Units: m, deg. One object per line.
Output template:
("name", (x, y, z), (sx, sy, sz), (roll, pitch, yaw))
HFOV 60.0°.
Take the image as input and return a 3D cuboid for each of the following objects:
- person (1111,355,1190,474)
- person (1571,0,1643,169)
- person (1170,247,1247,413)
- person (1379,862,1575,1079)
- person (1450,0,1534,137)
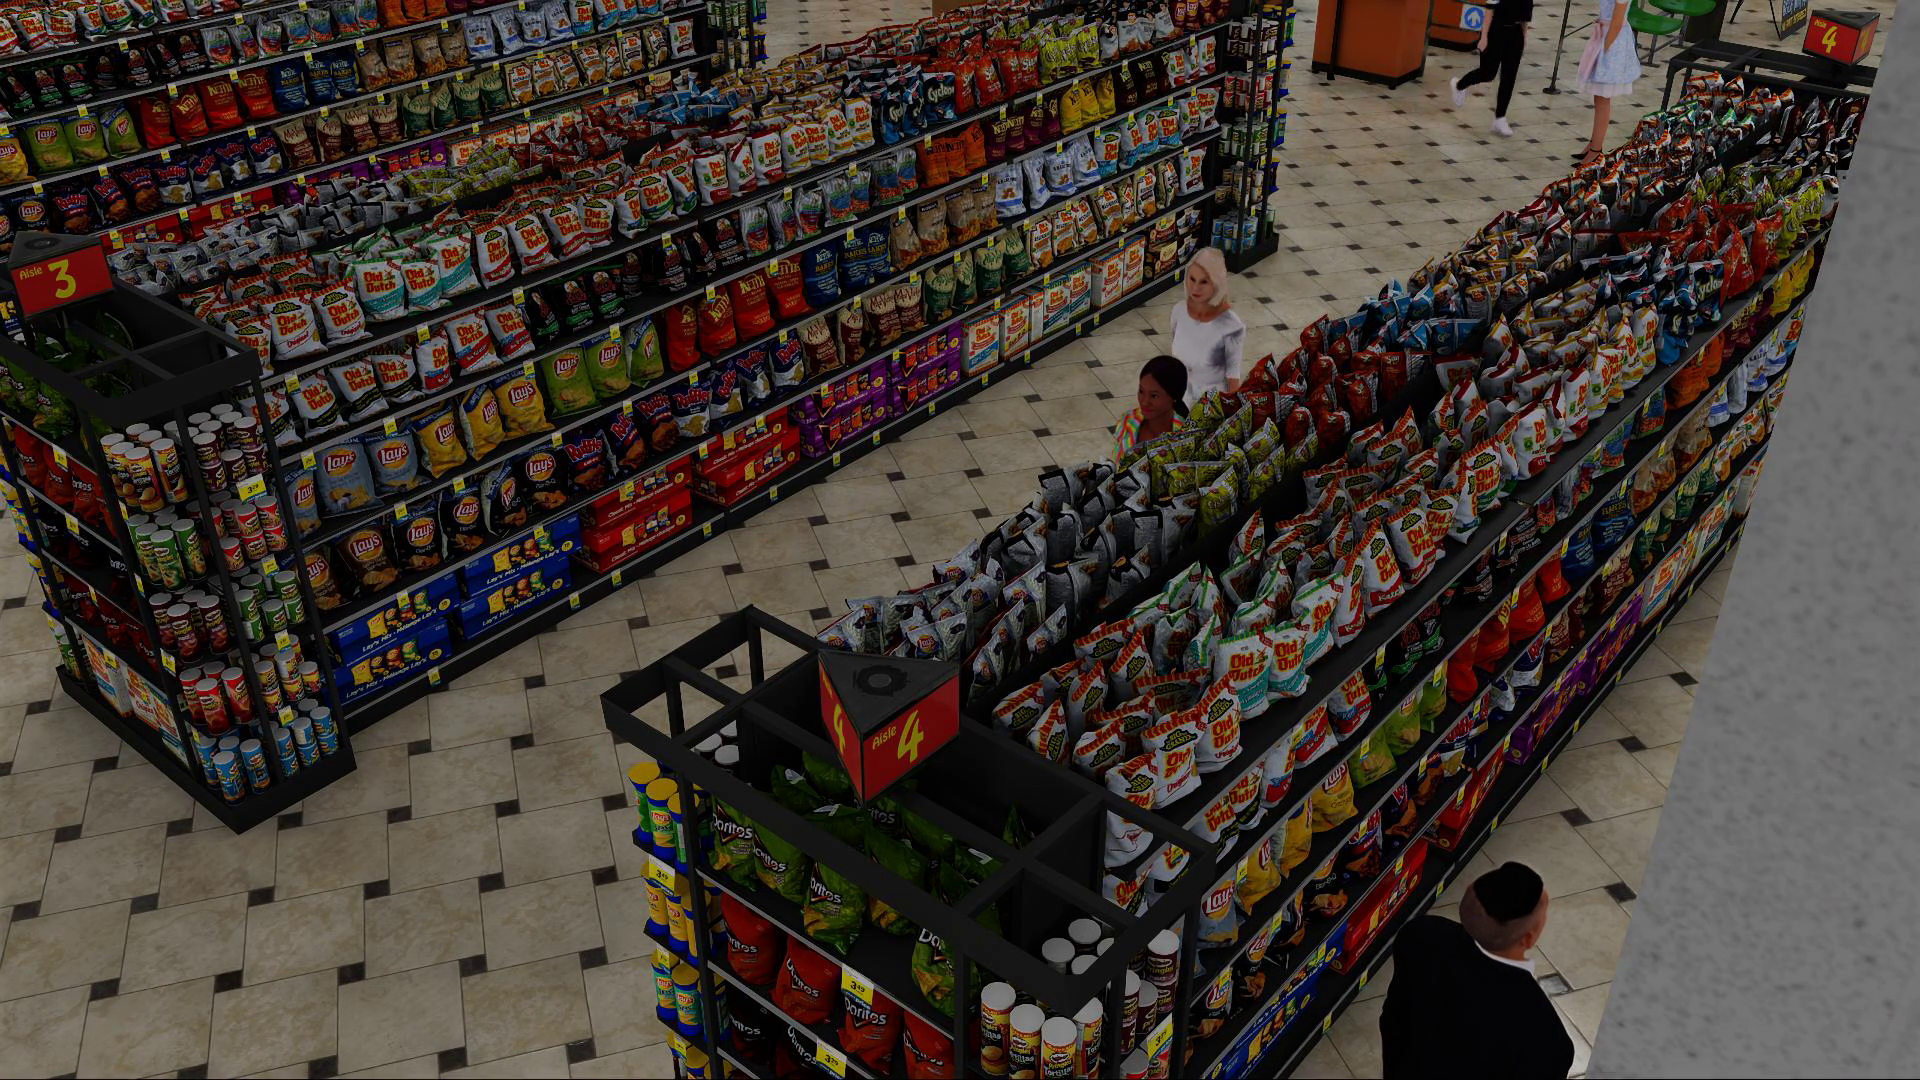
("person", (0.792, 0.045, 6.973), (0.621, 1.793, 0.569), (18, 36, 27))
("person", (5.169, -3.873, 13.245), (0.865, 1.819, 0.781), (11, 33, 17))
("person", (1.237, -0.641, 8.138), (0.606, 1.726, 0.951), (21, 38, 30))
("person", (1.305, 1.556, 4.397), (0.697, 1.949, 0.765), (-20, 37, -29))
("person", (4.539, -4.277, 14.089), (1.023, 1.614, 0.949), (-15, 35, -23))
